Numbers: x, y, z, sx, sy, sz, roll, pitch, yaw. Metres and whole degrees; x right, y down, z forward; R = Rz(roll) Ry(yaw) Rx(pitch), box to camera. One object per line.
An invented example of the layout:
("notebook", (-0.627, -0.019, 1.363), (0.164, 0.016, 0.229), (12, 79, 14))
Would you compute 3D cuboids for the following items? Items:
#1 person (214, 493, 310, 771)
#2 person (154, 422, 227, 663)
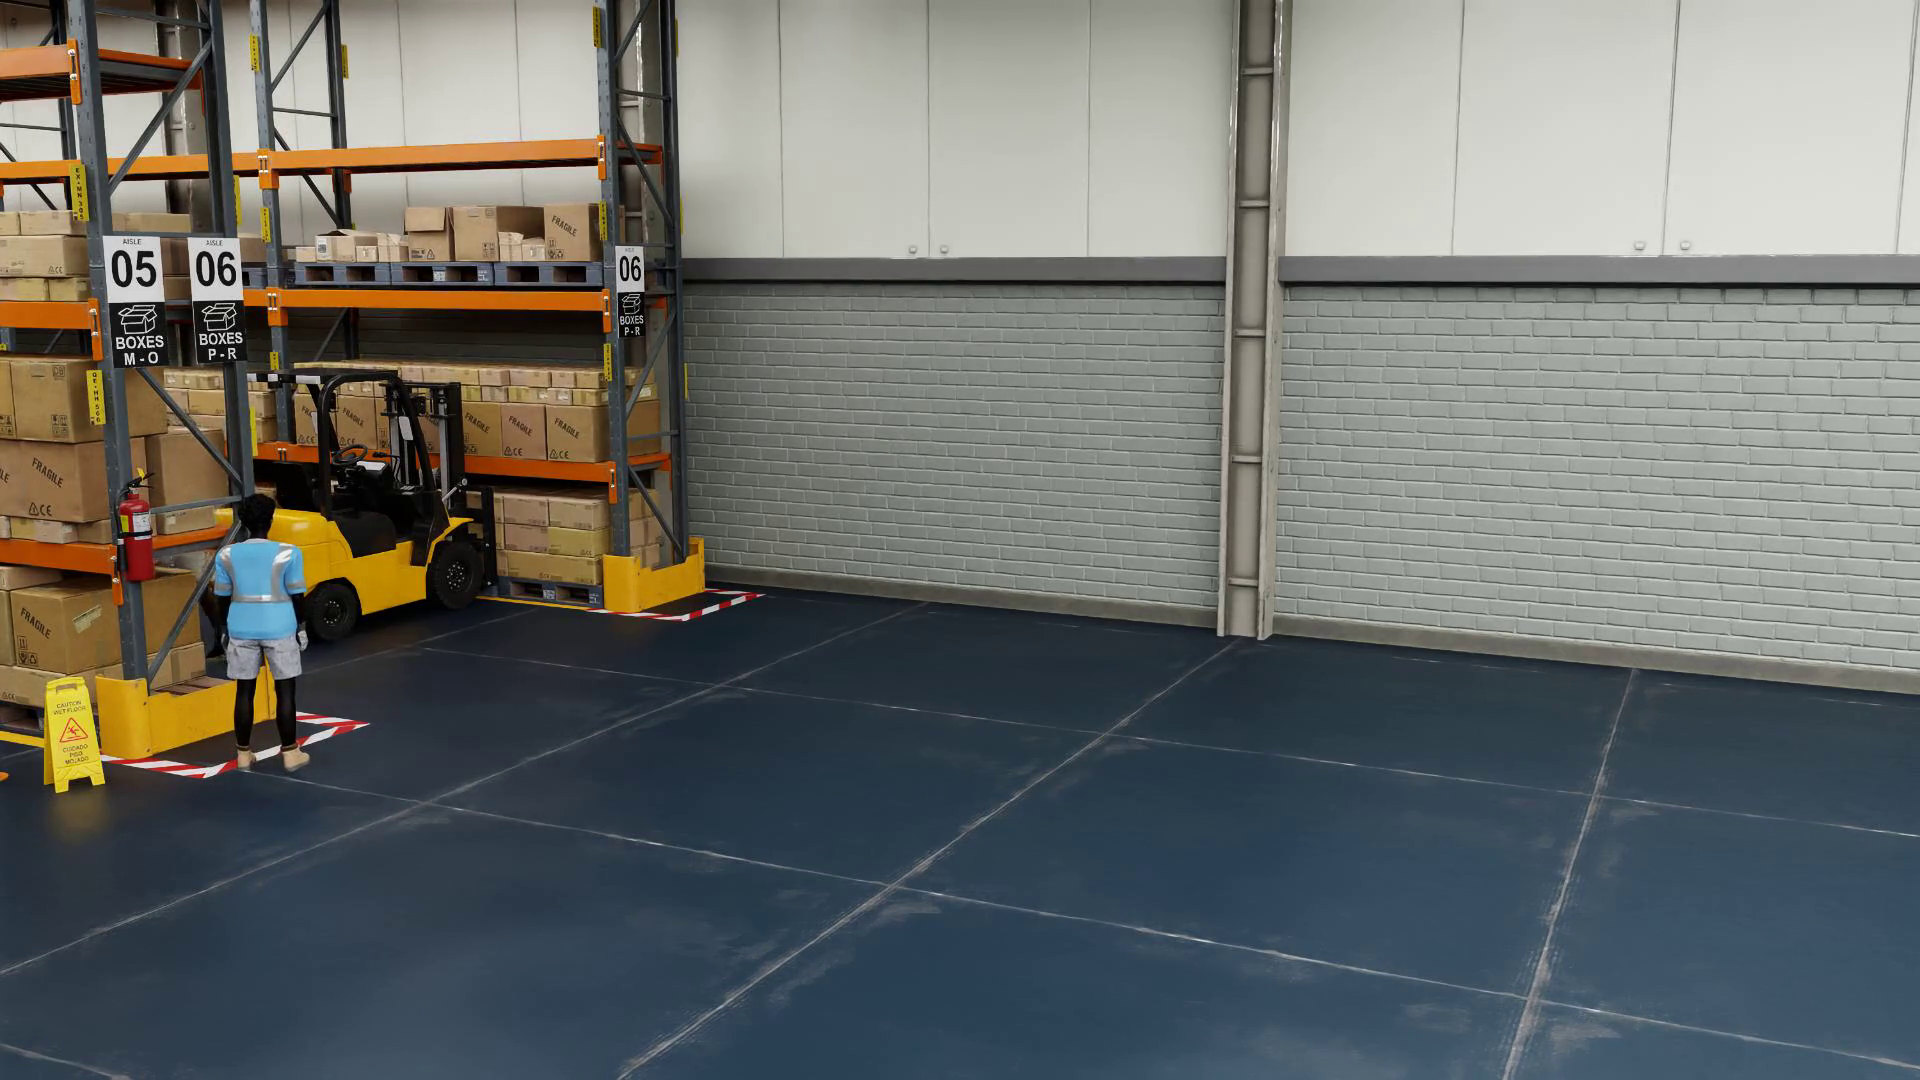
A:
("person", (-4.227, 0.561, 10.086), (0.545, 1.689, 0.322), (0, 9, 0))
("person", (-6.050, 0.008, 12.804), (1.045, 1.916, 0.615), (5, 10, 26))
